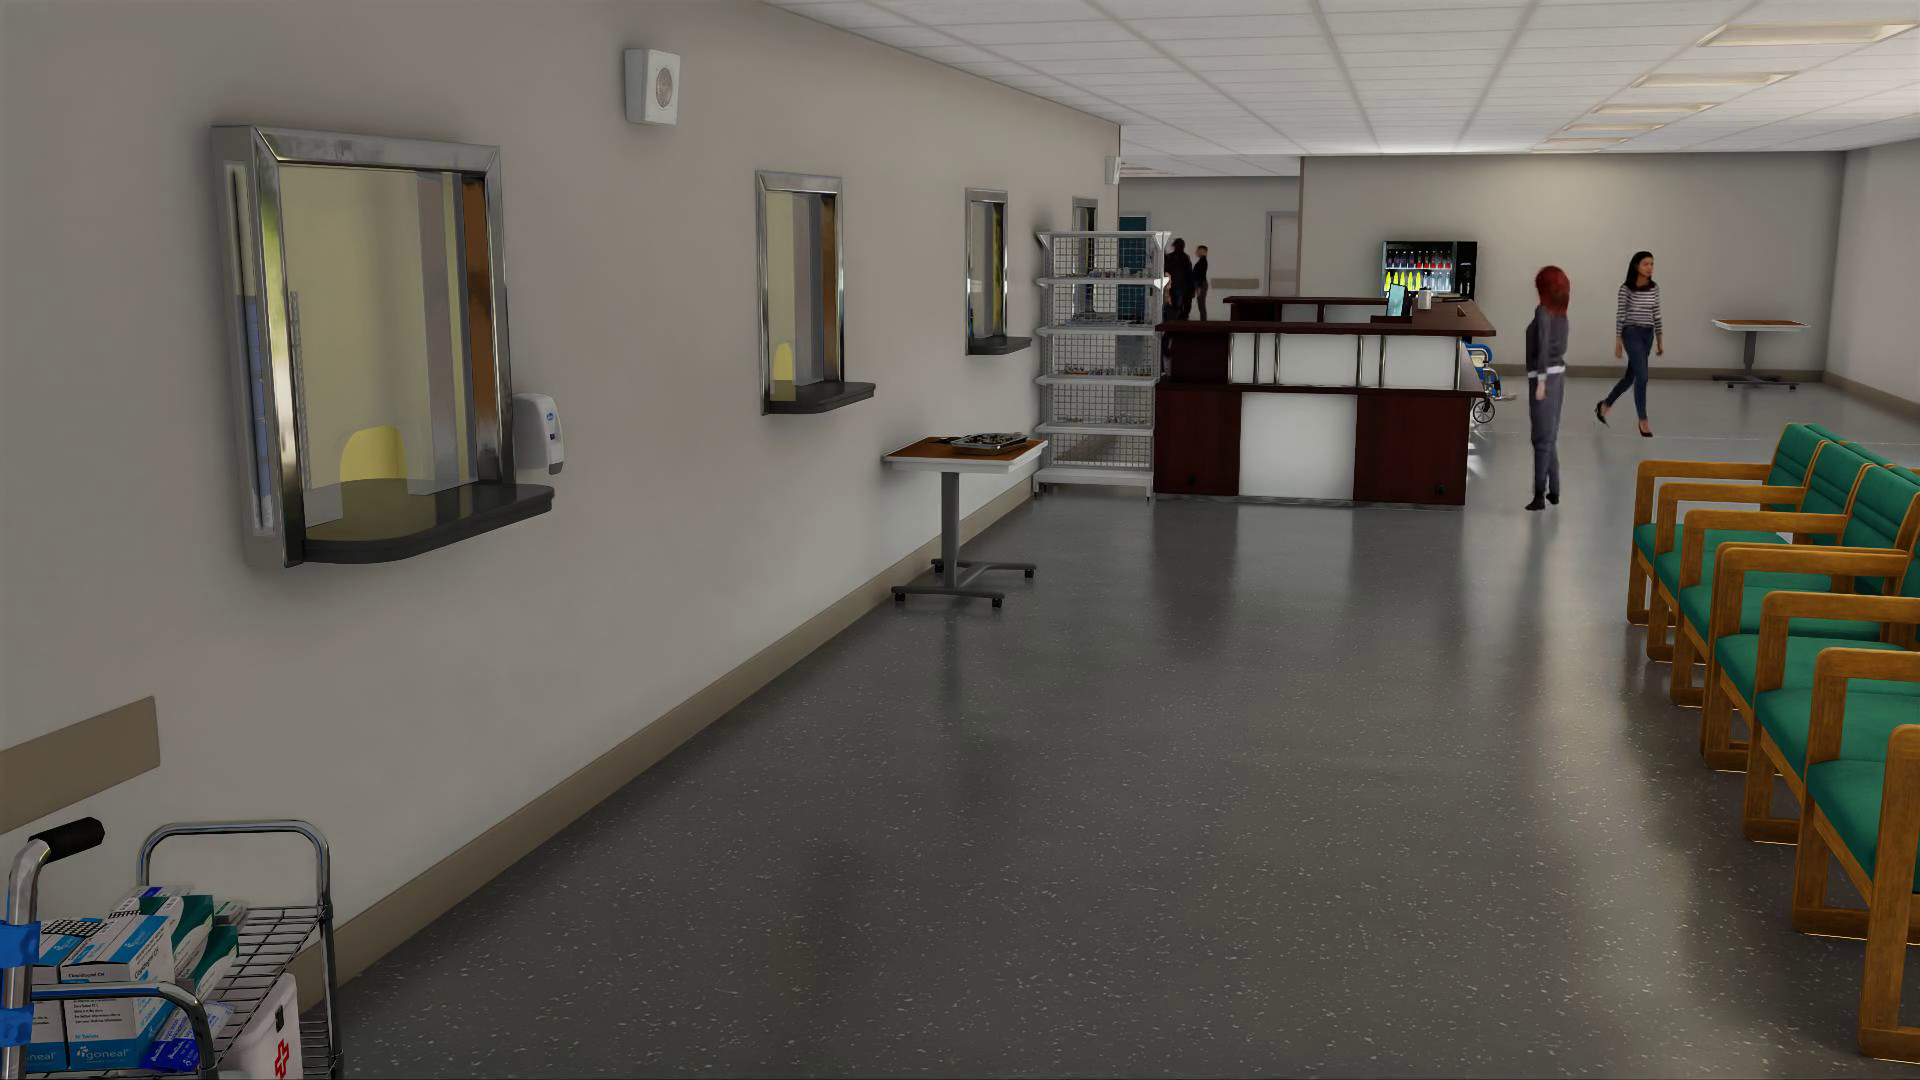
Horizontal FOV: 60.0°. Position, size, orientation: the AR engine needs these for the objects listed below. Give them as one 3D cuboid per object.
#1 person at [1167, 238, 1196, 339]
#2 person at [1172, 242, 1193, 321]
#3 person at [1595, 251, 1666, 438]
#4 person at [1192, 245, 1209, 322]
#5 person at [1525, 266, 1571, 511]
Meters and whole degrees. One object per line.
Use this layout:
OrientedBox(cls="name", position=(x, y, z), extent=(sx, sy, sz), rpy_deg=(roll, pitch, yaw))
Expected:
OrientedBox(cls="person", position=(3.850, -4.484, 29.858), extent=(1.287, 1.782, 1.159), rpy_deg=(10, 14, 42))
OrientedBox(cls="person", position=(4.233, -4.821, 31.781), extent=(0.793, 1.728, 0.892), rpy_deg=(-7, 13, -33))
OrientedBox(cls="person", position=(6.542, -1.888, 16.215), extent=(1.134, 1.753, 1.056), rpy_deg=(-4, 11, -18))
OrientedBox(cls="person", position=(4.601, -4.752, 31.571), extent=(0.532, 1.670, 0.599), rpy_deg=(2, 11, 12))
OrientedBox(cls="person", position=(4.259, -1.095, 12.067), extent=(0.645, 1.757, 0.820), rpy_deg=(3, 11, 17))
